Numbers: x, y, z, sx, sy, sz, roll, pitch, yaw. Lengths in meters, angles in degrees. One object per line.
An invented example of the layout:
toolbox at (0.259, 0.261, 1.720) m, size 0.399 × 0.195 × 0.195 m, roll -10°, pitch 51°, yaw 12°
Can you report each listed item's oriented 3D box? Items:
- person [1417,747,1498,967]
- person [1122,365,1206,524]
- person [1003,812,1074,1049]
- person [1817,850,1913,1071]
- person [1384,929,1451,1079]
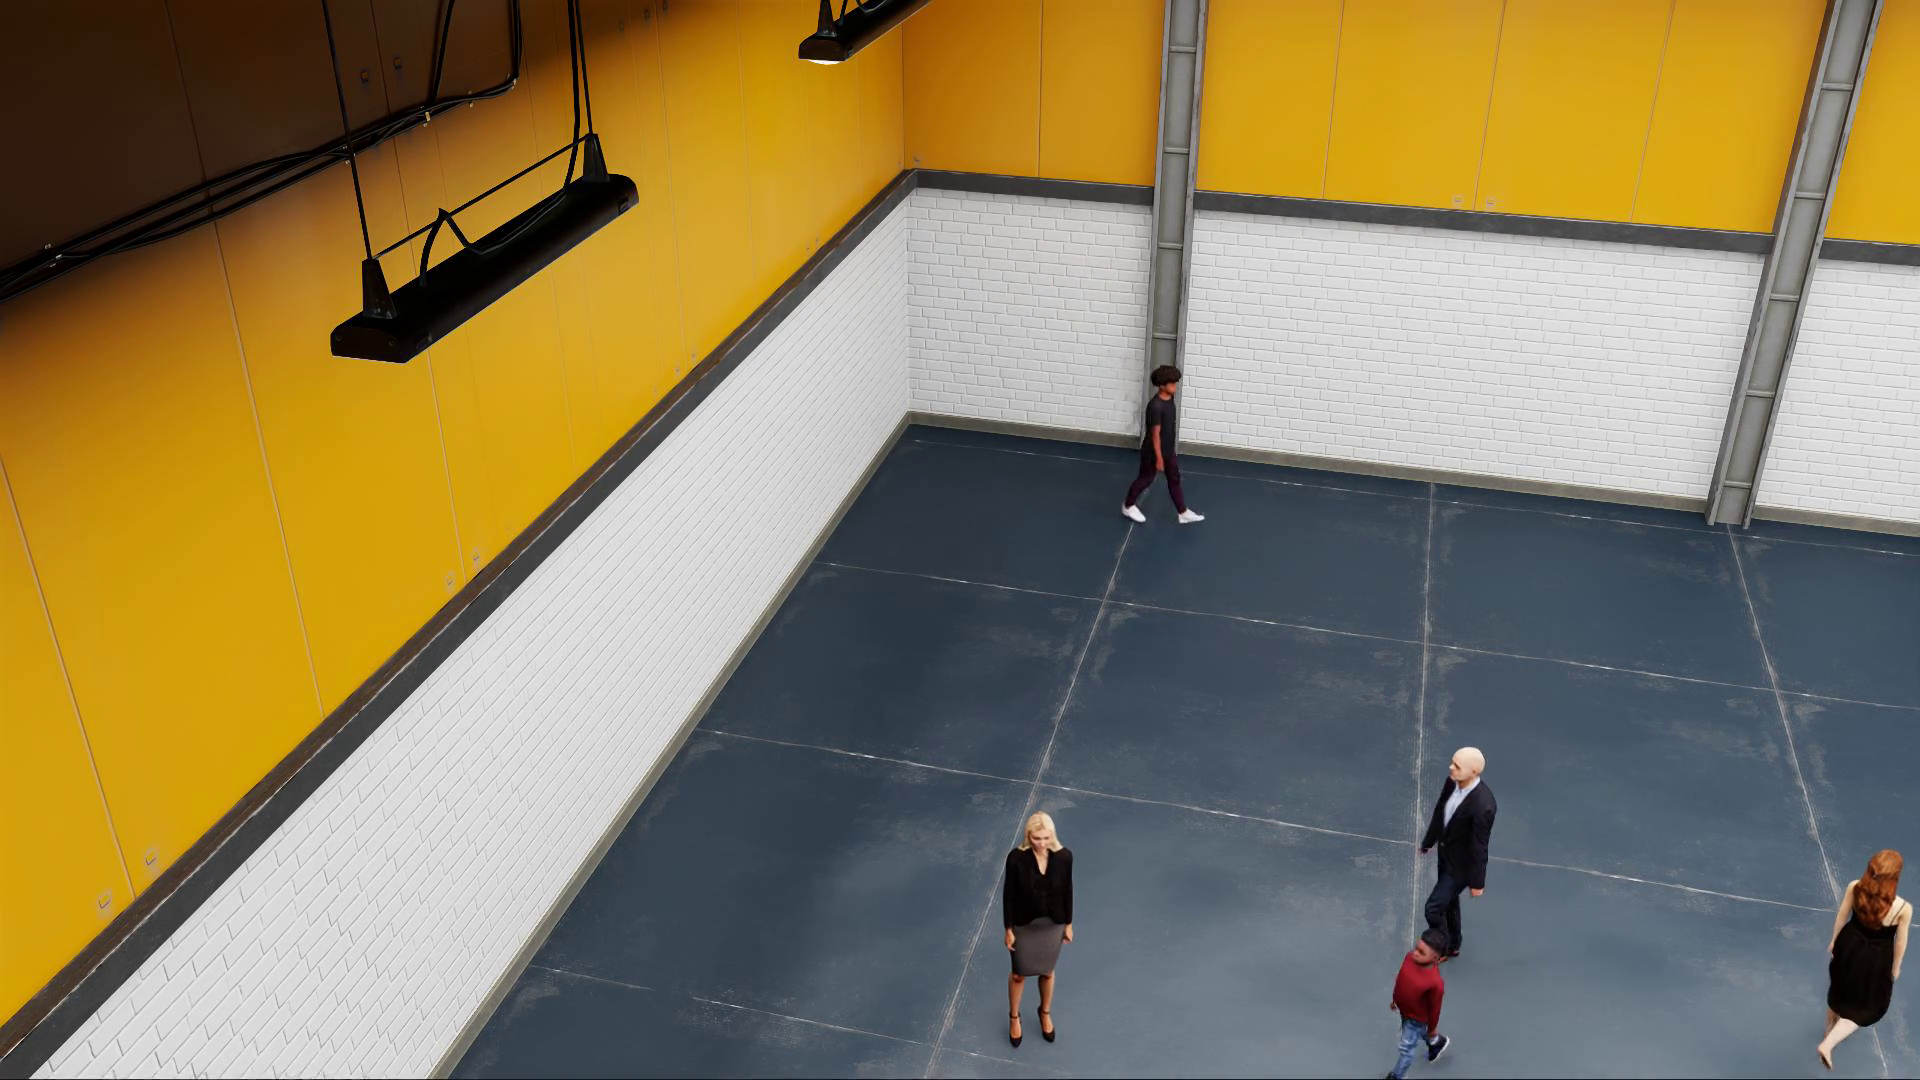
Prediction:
person at (3.439, 2.153, 11.253) m, size 0.823 × 1.786 × 0.822 m, roll -4°, pitch 29°, yaw -8°
person at (1.960, -0.962, 17.012) m, size 1.173 × 1.739 × 0.858 m, roll 16°, pitch 32°, yaw 27°
person at (0.485, 2.480, 10.592) m, size 0.624 × 1.843 × 0.744 m, roll -5°, pitch 29°, yaw -9°
person at (5.665, 2.663, 10.500) m, size 0.909 × 1.610 × 0.884 m, roll -20°, pitch 35°, yaw -33°
person at (2.904, 2.914, 10.426) m, size 0.888 × 1.241 × 0.754 m, roll -9°, pitch 30°, yaw -16°
